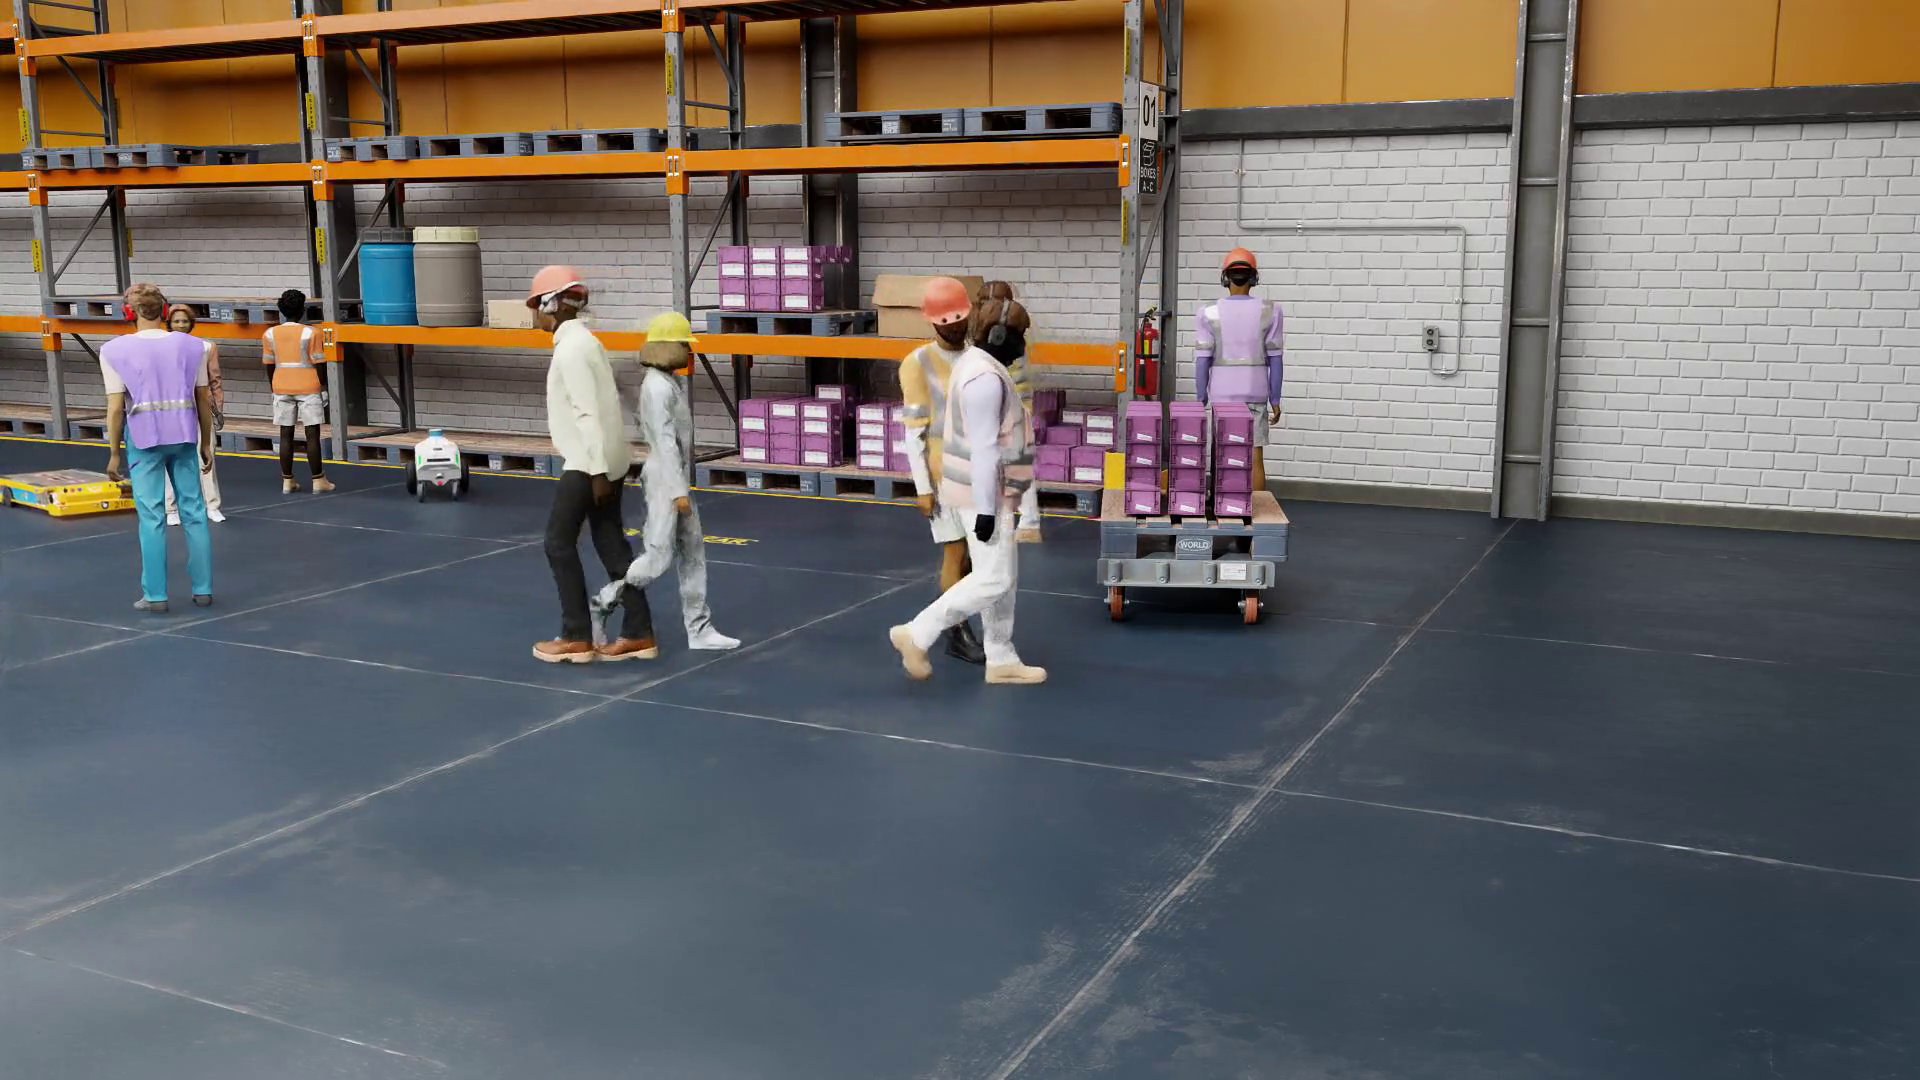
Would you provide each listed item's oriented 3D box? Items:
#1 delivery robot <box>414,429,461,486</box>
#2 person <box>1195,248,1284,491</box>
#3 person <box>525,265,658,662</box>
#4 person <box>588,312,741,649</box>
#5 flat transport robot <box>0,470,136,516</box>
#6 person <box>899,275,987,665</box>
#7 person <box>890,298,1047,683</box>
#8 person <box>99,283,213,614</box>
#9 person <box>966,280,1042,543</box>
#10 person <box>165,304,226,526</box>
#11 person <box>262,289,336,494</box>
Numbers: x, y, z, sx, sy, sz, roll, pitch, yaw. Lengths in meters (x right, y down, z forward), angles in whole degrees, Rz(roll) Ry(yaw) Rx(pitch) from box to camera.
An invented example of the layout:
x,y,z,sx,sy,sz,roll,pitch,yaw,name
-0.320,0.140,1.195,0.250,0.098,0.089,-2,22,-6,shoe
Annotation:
x,y,z,sx,sy,sz,roll,pitch,yaw,name
-4.278,-0.666,13.608,0.477,0.478,0.707,-3,11,-19,delivery robot
1.923,-0.992,11.514,0.605,2.034,0.391,1,10,7,person
-1.839,-0.359,8.135,0.699,1.942,0.644,0,10,1,person
-1.517,-0.275,8.283,0.745,1.718,0.487,0,10,-1,person
-7.044,-0.389,13.099,1.431,0.197,0.652,8,13,40,flat transport robot
-0.028,-0.326,8.068,0.573,1.902,0.433,-7,12,-36,person
0.051,-0.197,7.597,0.660,1.811,0.643,-1,10,-4,person
-4.453,-0.504,9.278,0.563,1.838,0.389,-9,14,-43,person
0.179,-0.871,11.475,0.890,1.798,0.638,1,10,5,person
-5.698,-0.920,12.264,0.512,1.630,0.318,-7,12,-33,person
-5.491,-1.225,13.804,0.531,1.698,0.320,1,10,6,person
